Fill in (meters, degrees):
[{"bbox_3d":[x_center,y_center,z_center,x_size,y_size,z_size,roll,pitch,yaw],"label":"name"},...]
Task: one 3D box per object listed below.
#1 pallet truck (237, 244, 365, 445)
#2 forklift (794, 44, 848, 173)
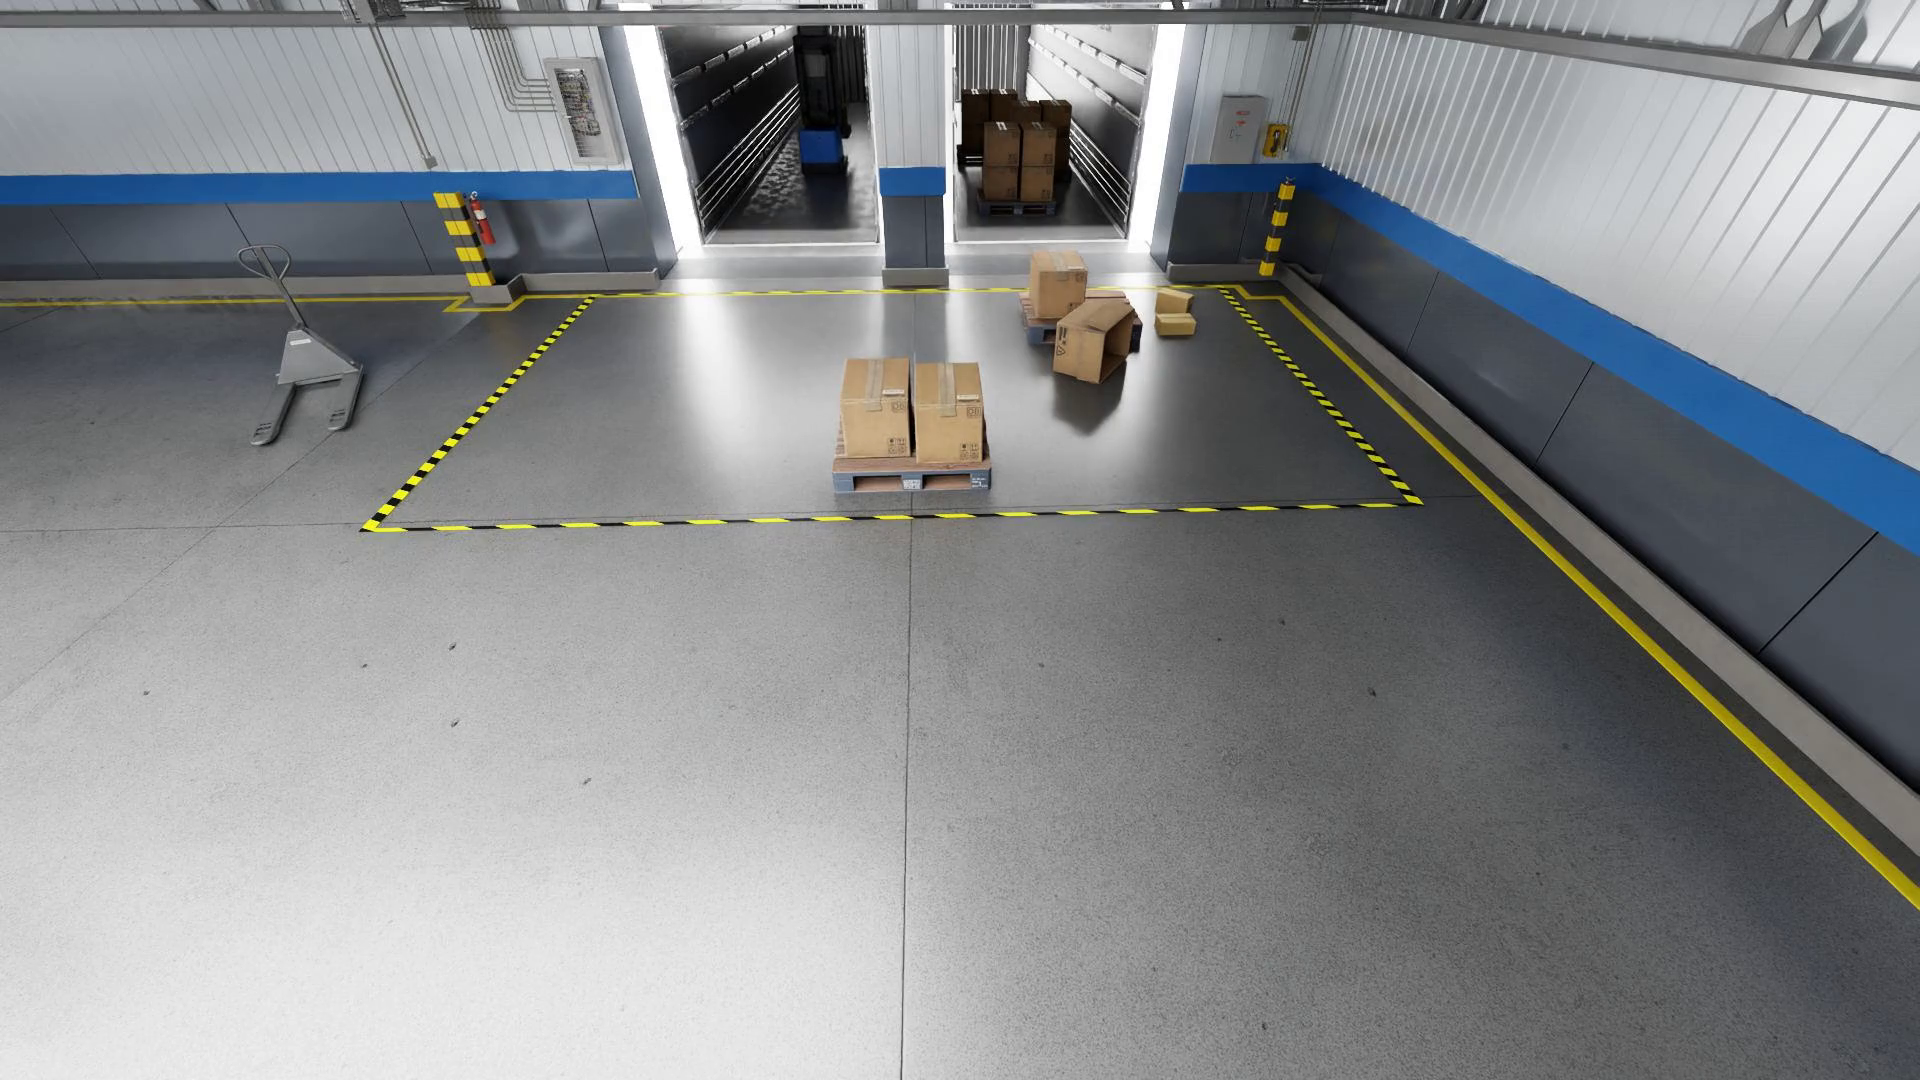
[{"bbox_3d":[-5.915,-1.733,6.366,0.680,1.201,1.601,-18,42,-21],"label":"pallet truck"},{"bbox_3d":[-2.614,-7.898,13.490,0.716,2.013,0.776,-1,38,-1],"label":"forklift"}]
